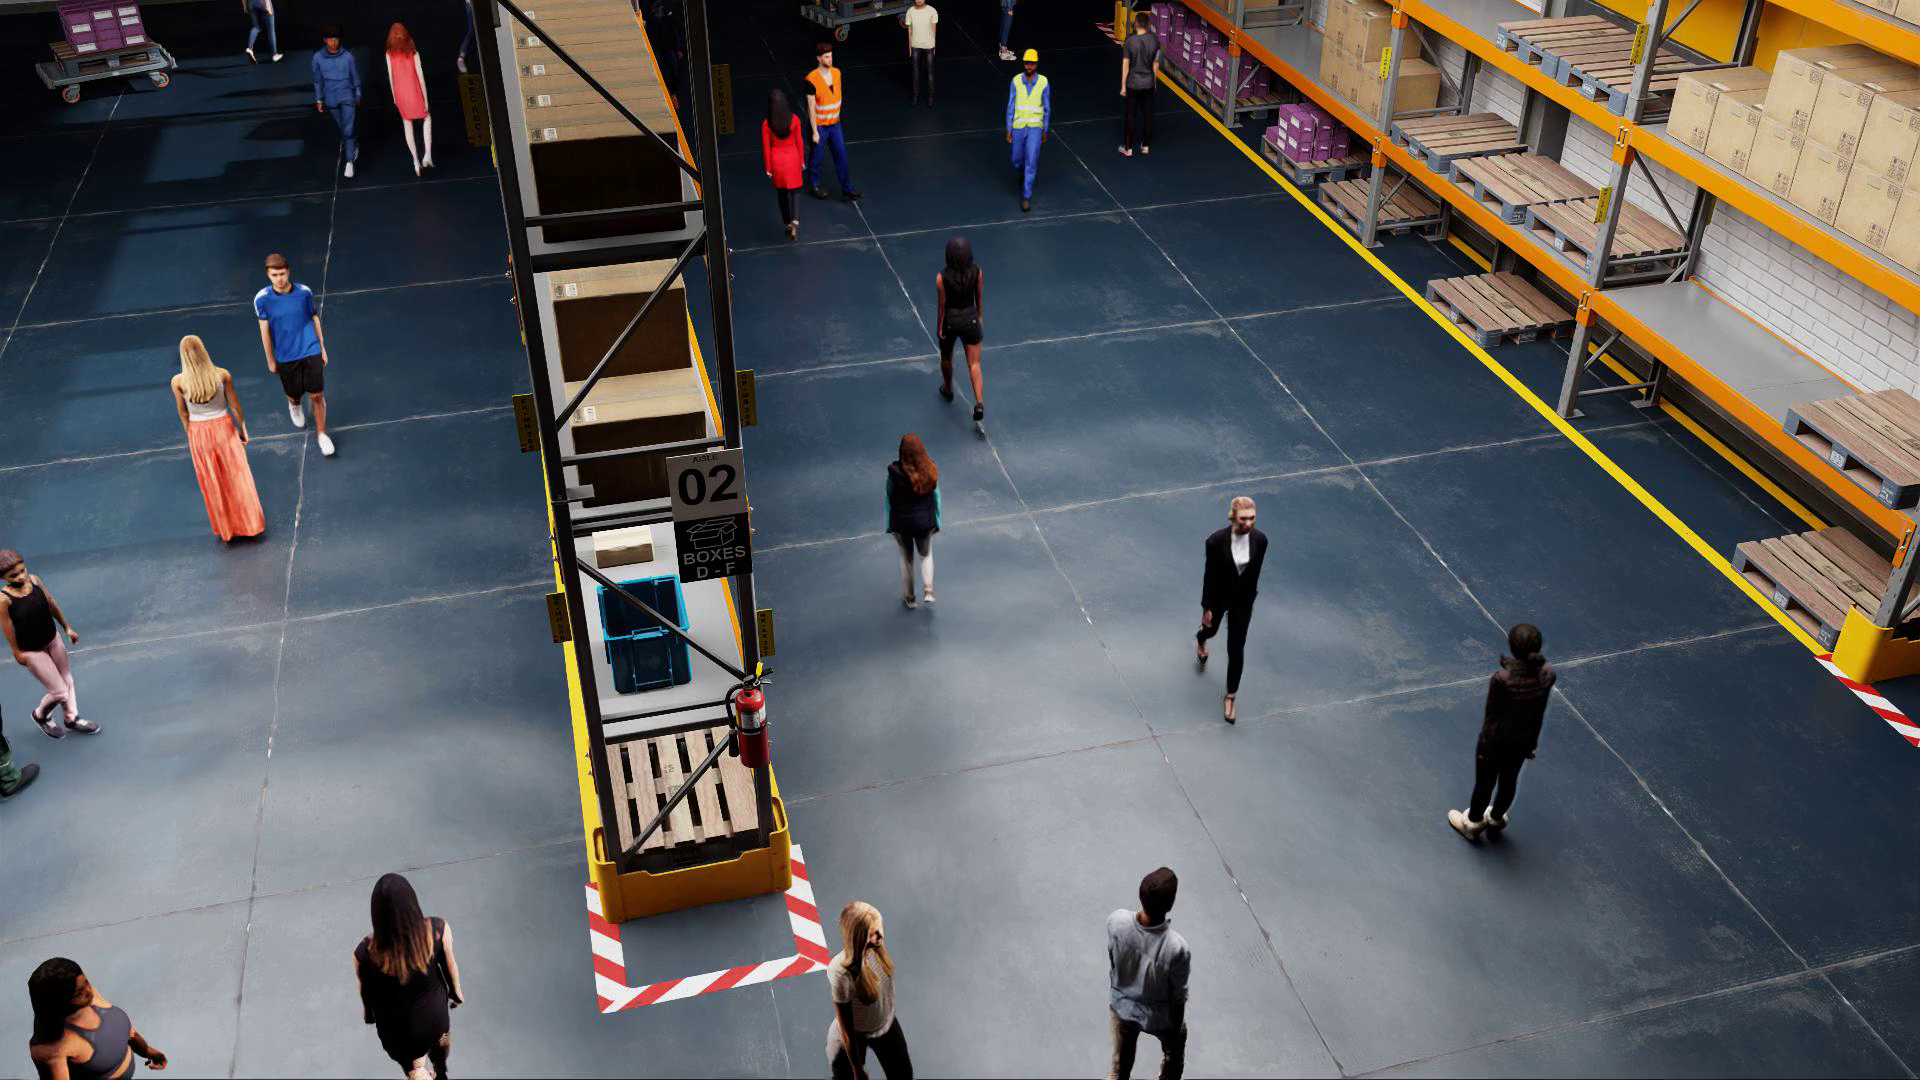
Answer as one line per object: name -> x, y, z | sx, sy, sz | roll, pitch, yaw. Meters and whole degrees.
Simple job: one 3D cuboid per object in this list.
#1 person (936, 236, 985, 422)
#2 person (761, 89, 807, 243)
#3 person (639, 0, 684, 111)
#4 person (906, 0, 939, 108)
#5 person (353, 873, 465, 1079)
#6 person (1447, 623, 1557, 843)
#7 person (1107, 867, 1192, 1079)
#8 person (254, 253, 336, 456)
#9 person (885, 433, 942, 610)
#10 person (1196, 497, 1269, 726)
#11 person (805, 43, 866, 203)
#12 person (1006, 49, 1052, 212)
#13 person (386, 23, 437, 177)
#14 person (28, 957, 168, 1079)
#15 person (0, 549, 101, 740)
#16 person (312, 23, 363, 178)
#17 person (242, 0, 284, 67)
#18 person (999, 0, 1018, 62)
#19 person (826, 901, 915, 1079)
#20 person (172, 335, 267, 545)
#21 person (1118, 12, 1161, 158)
person -> 0.034, -1.866, 14.917 | 0.623, 1.711, 1.119 | -10, 35, -14
person -> -1.889, -4.039, 18.171 | 0.672, 1.728, 0.929 | -5, 34, -8
person -> -3.887, -6.402, 21.655 | 0.718, 1.806, 0.738 | -10, 35, -15
person -> -0.494, -6.556, 22.087 | 0.643, 1.584, 0.610 | 4, 34, 7
person -> -2.758, 2.433, 8.461 | 0.873, 1.697, 1.089 | -21, 39, -29
person -> 3.389, 1.234, 10.298 | 0.561, 1.660, 0.606 | -7, 34, -11
person -> 0.872, 2.417, 8.363 | 0.835, 1.833, 0.895 | 19, 38, 26
person -> -5.781, -1.660, 14.483 | 0.808, 1.848, 1.064 | -17, 37, -23
person -> -0.343, -0.093, 12.447 | 0.567, 1.492, 0.628 | -8, 34, -12
person -> 1.828, 0.394, 11.551 | 0.747, 1.673, 1.141 | -2, 34, -3
person -> -1.632, -4.850, 19.274 | 1.038, 1.856, 1.229 | -28, 43, -35
person -> 0.780, -4.790, 19.239 | 0.936, 1.795, 1.158 | 4, 34, 6
person -> -6.590, -5.224, 19.877 | 0.649, 1.812, 0.658 | -3, 34, -4
person -> -4.220, 2.673, 8.036 | 0.772, 1.768, 1.158 | -5, 34, -8
person -> -6.252, 0.700, 11.198 | 0.739, 1.552, 0.687 | 9, 35, 13
person -> -7.491, -5.369, 20.141 | 0.846, 1.761, 1.253 | -2, 34, -2
person -> -9.956, -7.548, 23.463 | 0.844, 1.713, 1.057 | 6, 34, 9
person -> 0.672, -7.658, 23.842 | 0.663, 1.475, 0.481 | -3, 34, -4
person -> -0.574, 2.448, 8.340 | 0.997, 1.807, 0.942 | 17, 37, 24
person -> -5.914, -0.787, 13.212 | 0.626, 1.800, 0.618 | -12, 35, -17
person -> 2.220, -5.615, 20.508 | 0.639, 1.765, 0.562 | -7, 34, -10
